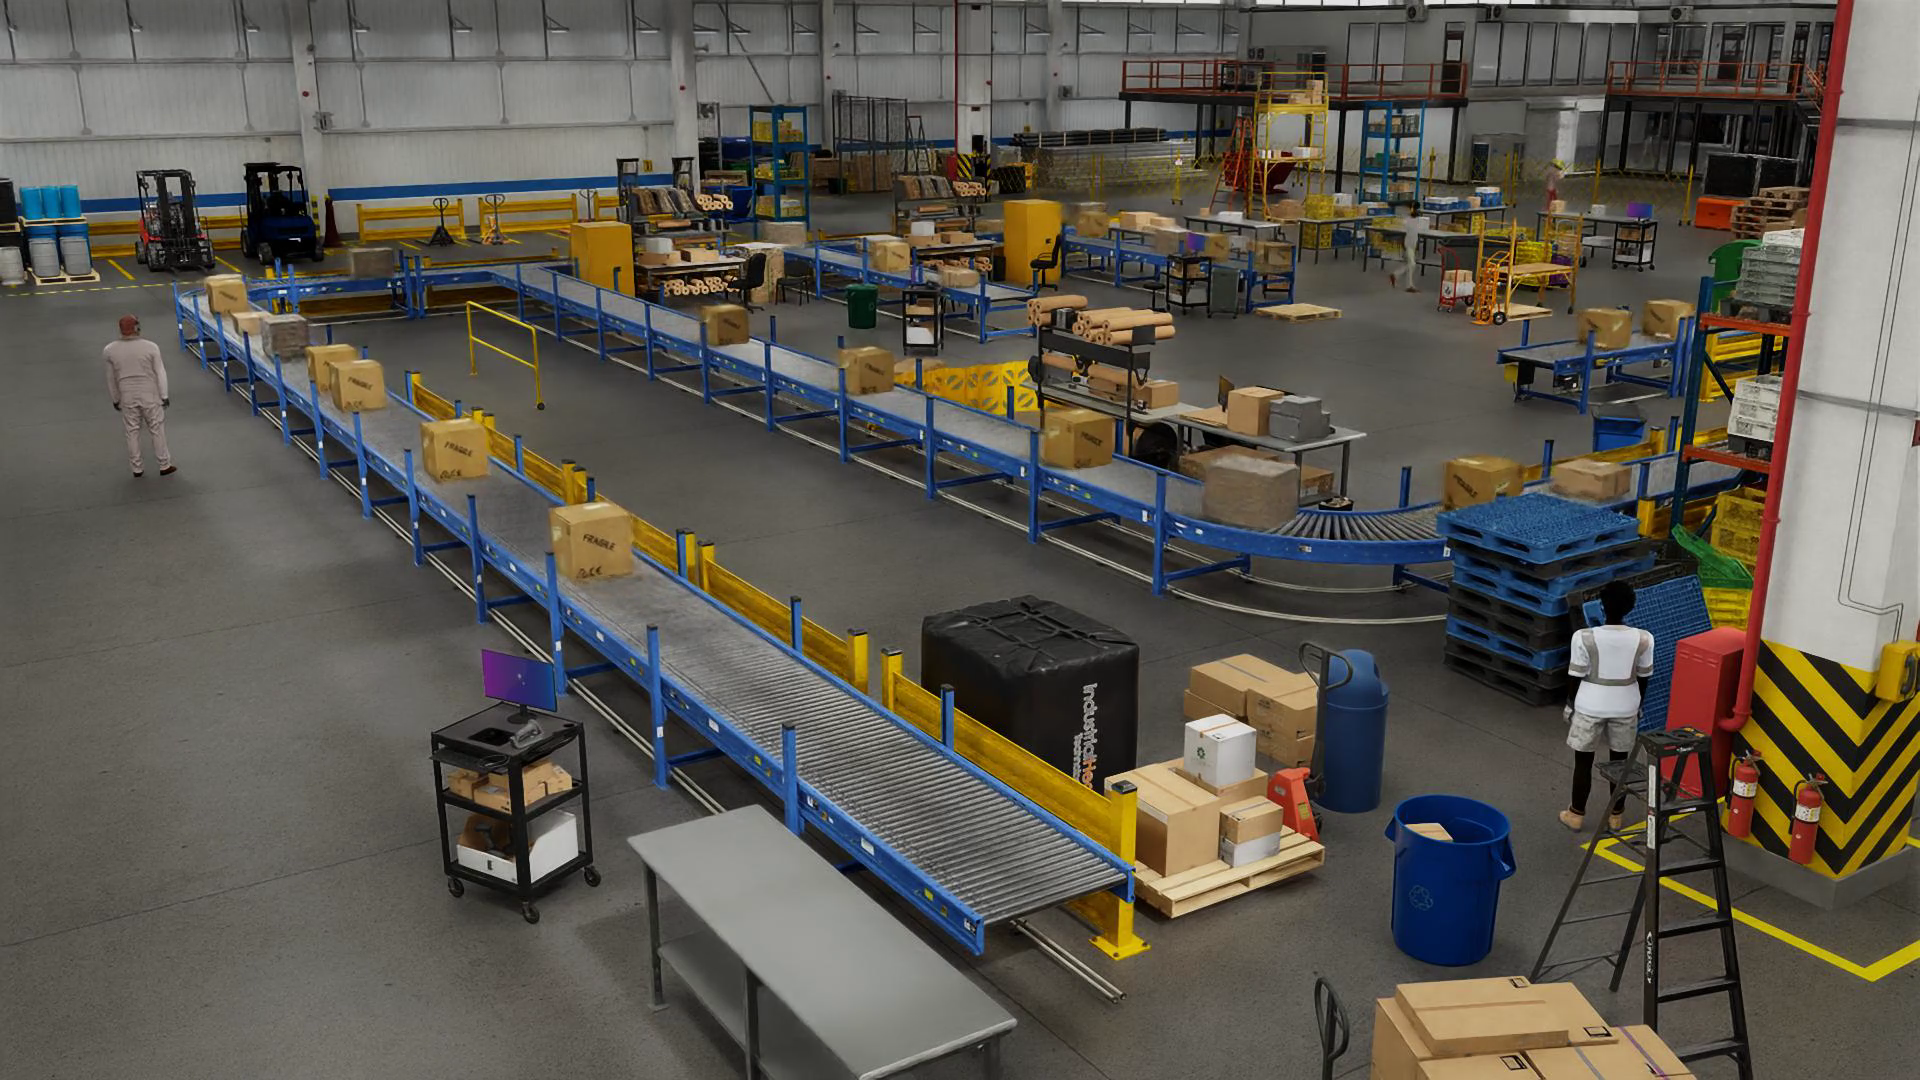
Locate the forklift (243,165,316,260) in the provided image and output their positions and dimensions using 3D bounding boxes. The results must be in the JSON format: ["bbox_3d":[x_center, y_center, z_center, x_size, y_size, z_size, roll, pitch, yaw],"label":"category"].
[{"bbox_3d":[-15.898,-7.669,38.708,1.157,1.987,2.680,-11,20,-33],"label":"forklift"}]

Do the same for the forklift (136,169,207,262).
[{"bbox_3d":[-17.842,-7.318,37.559,1.157,1.987,2.680,-10,20,-31],"label":"forklift"}]

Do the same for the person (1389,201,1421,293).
[{"bbox_3d":[9.094,-5.965,33.840,0.678,1.851,0.502,16,23,42],"label":"person"}]

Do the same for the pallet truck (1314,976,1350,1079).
[{"bbox_3d":[2.299,2.390,7.086,1.601,1.201,0.680,-2,17,-7],"label":"pallet truck"}]

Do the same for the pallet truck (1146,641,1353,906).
[{"bbox_3d":[1.664,1.407,10.232,1.630,1.274,0.653,-10,20,-31],"label":"pallet truck"}]

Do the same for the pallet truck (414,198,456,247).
[{"bbox_3d":[-13.250,-8.060,41.856,0.680,1.201,1.601,-10,20,-31],"label":"pallet truck"}]

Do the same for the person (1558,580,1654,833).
[{"bbox_3d":[4.132,1.075,10.658,0.536,1.697,0.318,1,17,2],"label":"person"}]

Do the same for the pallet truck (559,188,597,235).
[{"bbox_3d":[-10.010,-8.652,43.699,0.653,1.274,1.630,-10,20,-31],"label":"pallet truck"}]

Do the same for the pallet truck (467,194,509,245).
[{"bbox_3d":[-11.983,-8.177,42.137,0.704,1.261,1.522,-11,20,-33],"label":"pallet truck"}]

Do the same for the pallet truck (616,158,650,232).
[{"bbox_3d":[-8.918,-9.176,44.255,0.823,1.965,1.885,-9,19,-27],"label":"pallet truck"}]

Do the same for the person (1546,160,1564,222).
[{"bbox_3d":[16.843,-9.887,47.099,0.329,1.719,0.739,4,17,12],"label":"person"}]

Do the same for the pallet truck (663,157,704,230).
[{"bbox_3d":[-7.586,-9.308,44.692,0.823,1.965,1.885,-11,20,-33],"label":"pallet truck"}]

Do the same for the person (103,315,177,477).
[{"bbox_3d":[-9.608,-1.686,19.497,0.639,1.902,0.406,-4,17,-12],"label":"person"}]
